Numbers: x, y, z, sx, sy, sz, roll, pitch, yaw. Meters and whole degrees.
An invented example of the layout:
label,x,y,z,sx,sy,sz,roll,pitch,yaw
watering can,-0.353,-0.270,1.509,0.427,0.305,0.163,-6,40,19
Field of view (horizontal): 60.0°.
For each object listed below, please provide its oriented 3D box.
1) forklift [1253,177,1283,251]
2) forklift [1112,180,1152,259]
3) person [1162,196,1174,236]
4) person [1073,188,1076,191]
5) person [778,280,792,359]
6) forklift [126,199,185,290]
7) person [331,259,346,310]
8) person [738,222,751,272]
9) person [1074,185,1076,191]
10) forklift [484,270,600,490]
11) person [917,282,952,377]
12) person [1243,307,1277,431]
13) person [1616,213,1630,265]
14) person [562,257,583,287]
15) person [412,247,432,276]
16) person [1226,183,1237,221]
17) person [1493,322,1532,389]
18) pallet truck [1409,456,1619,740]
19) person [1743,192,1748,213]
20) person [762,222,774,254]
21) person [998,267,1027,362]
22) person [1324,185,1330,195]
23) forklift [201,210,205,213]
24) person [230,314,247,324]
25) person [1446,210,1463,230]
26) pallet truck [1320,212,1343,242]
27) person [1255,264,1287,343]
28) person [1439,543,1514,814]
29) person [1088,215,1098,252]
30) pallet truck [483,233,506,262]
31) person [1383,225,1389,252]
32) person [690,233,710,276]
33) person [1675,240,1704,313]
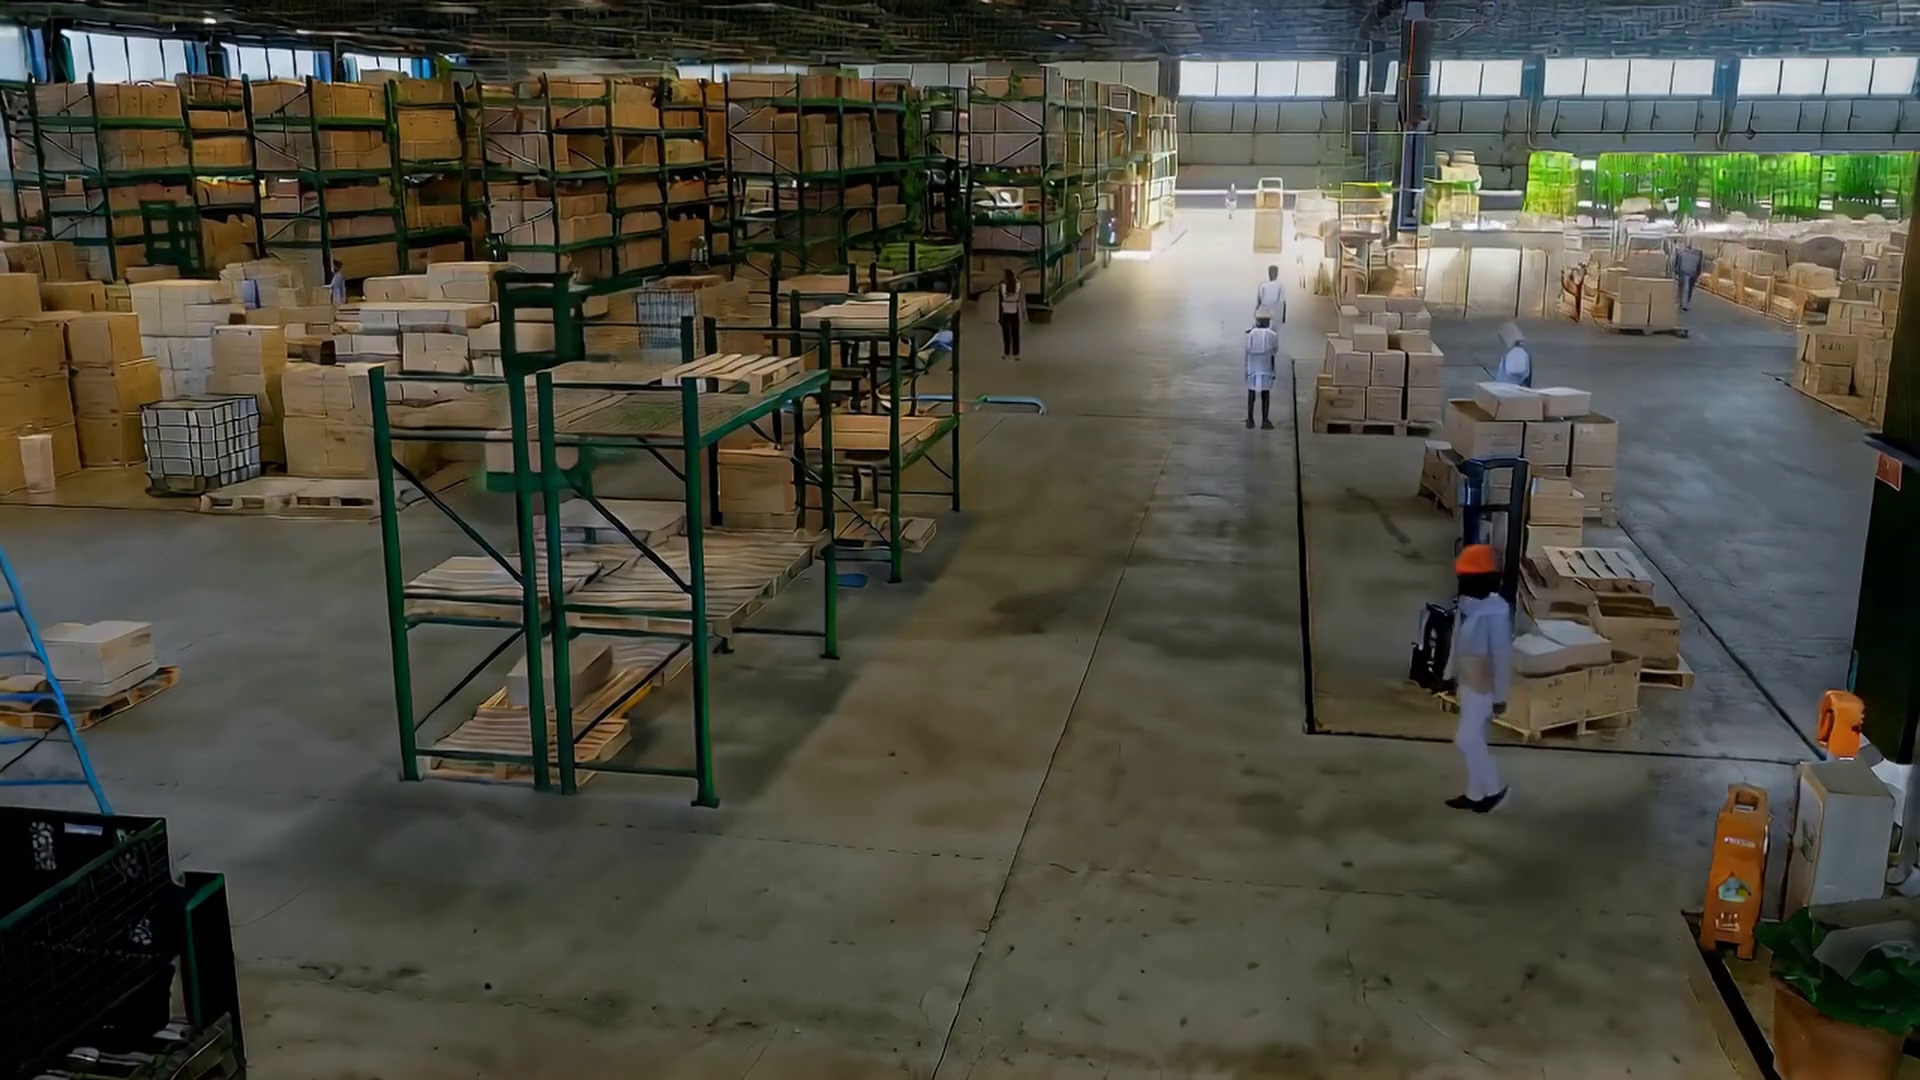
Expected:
label,x,y,z,sx,sy,sz,roll,pitch,yaw
forklift,12.083,-12.747,64.956,1.129,2.768,1.873,3,14,10
forklift,6.082,-11.722,60.796,1.873,2.768,1.129,2,14,9
person,9.290,-14.497,74.415,0.565,1.733,0.495,7,16,28
person,6.151,-18.043,89.018,0.314,1.636,0.516,10,17,34
person,-3.593,-4.491,33.990,0.306,1.639,0.523,4,14,16
forklift,-21.272,-7.674,44.362,1.129,2.768,1.873,3,14,10
person,-14.470,-5.691,38.746,0.318,1.696,0.537,-6,15,-24
person,-7.183,-9.805,55.473,0.319,1.690,0.535,13,19,43
person,6.058,-17.428,85.922,0.638,1.922,0.650,0,14,-1
forklift,-5.590,-2.164,21.991,1.129,2.768,1.873,0,14,0
person,-0.392,-4.042,31.837,1.015,1.810,0.490,-7,16,-27
person,4.702,-2.679,26.031,0.544,1.933,0.376,9,16,32
person,23.141,-10.510,58.072,0.403,1.817,0.601,10,17,35
person,-9.362,-6.023,40.230,0.524,1.631,0.318,-1,14,-3
person,-12.753,-6.008,39.574,0.624,1.919,0.485,10,17,36
person,14.101,-17.480,86.032,0.659,1.972,0.659,-5,15,-19
person,7.982,-2.183,23.796,1.045,2.000,0.756,5,15,19
pallet truck,4.504,0.400,13.395,0.823,1.965,1.885,-6,15,-23
person,37.694,-15.866,79.769,0.589,1.837,0.404,-6,15,-23
person,-7.265,-11.674,63.167,0.507,1.631,0.266,-1,14,-5
person,1.109,-4.592,33.851,0.770,1.914,0.436,13,19,42
person,20.139,-18.736,91.709,0.679,1.691,0.576,3,14,13
forklift,-25.099,-10.513,55.887,1.873,2.768,1.129,0,14,2
person,-11.401,-2.690,26.387,0.957,1.793,0.628,-2,14,-10
person,16.439,-9.941,55.299,0.605,2.038,0.394,-4,14,-15
pallet truck,15.874,-13.227,70.310,0.680,1.201,1.601,10,17,35
person,6.366,-4.655,34.023,0.630,1.945,0.596,2,14,9
person,3.511,0.956,11.326,0.433,1.914,0.597,-1,14,-5
person,4.722,-10.583,58.613,0.435,1.682,0.552,8,16,30
pallet truck,-11.832,-7.026,43.548,1.885,1.965,0.823,8,16,28
person,14.428,-9.889,55.943,0.286,1.625,0.497,-10,17,-35
person,-6.994,-7.257,44.611,0.551,1.935,0.375,3,14,11
person,18.888,-6.835,43.069,0.661,1.862,0.985,4,14,16
